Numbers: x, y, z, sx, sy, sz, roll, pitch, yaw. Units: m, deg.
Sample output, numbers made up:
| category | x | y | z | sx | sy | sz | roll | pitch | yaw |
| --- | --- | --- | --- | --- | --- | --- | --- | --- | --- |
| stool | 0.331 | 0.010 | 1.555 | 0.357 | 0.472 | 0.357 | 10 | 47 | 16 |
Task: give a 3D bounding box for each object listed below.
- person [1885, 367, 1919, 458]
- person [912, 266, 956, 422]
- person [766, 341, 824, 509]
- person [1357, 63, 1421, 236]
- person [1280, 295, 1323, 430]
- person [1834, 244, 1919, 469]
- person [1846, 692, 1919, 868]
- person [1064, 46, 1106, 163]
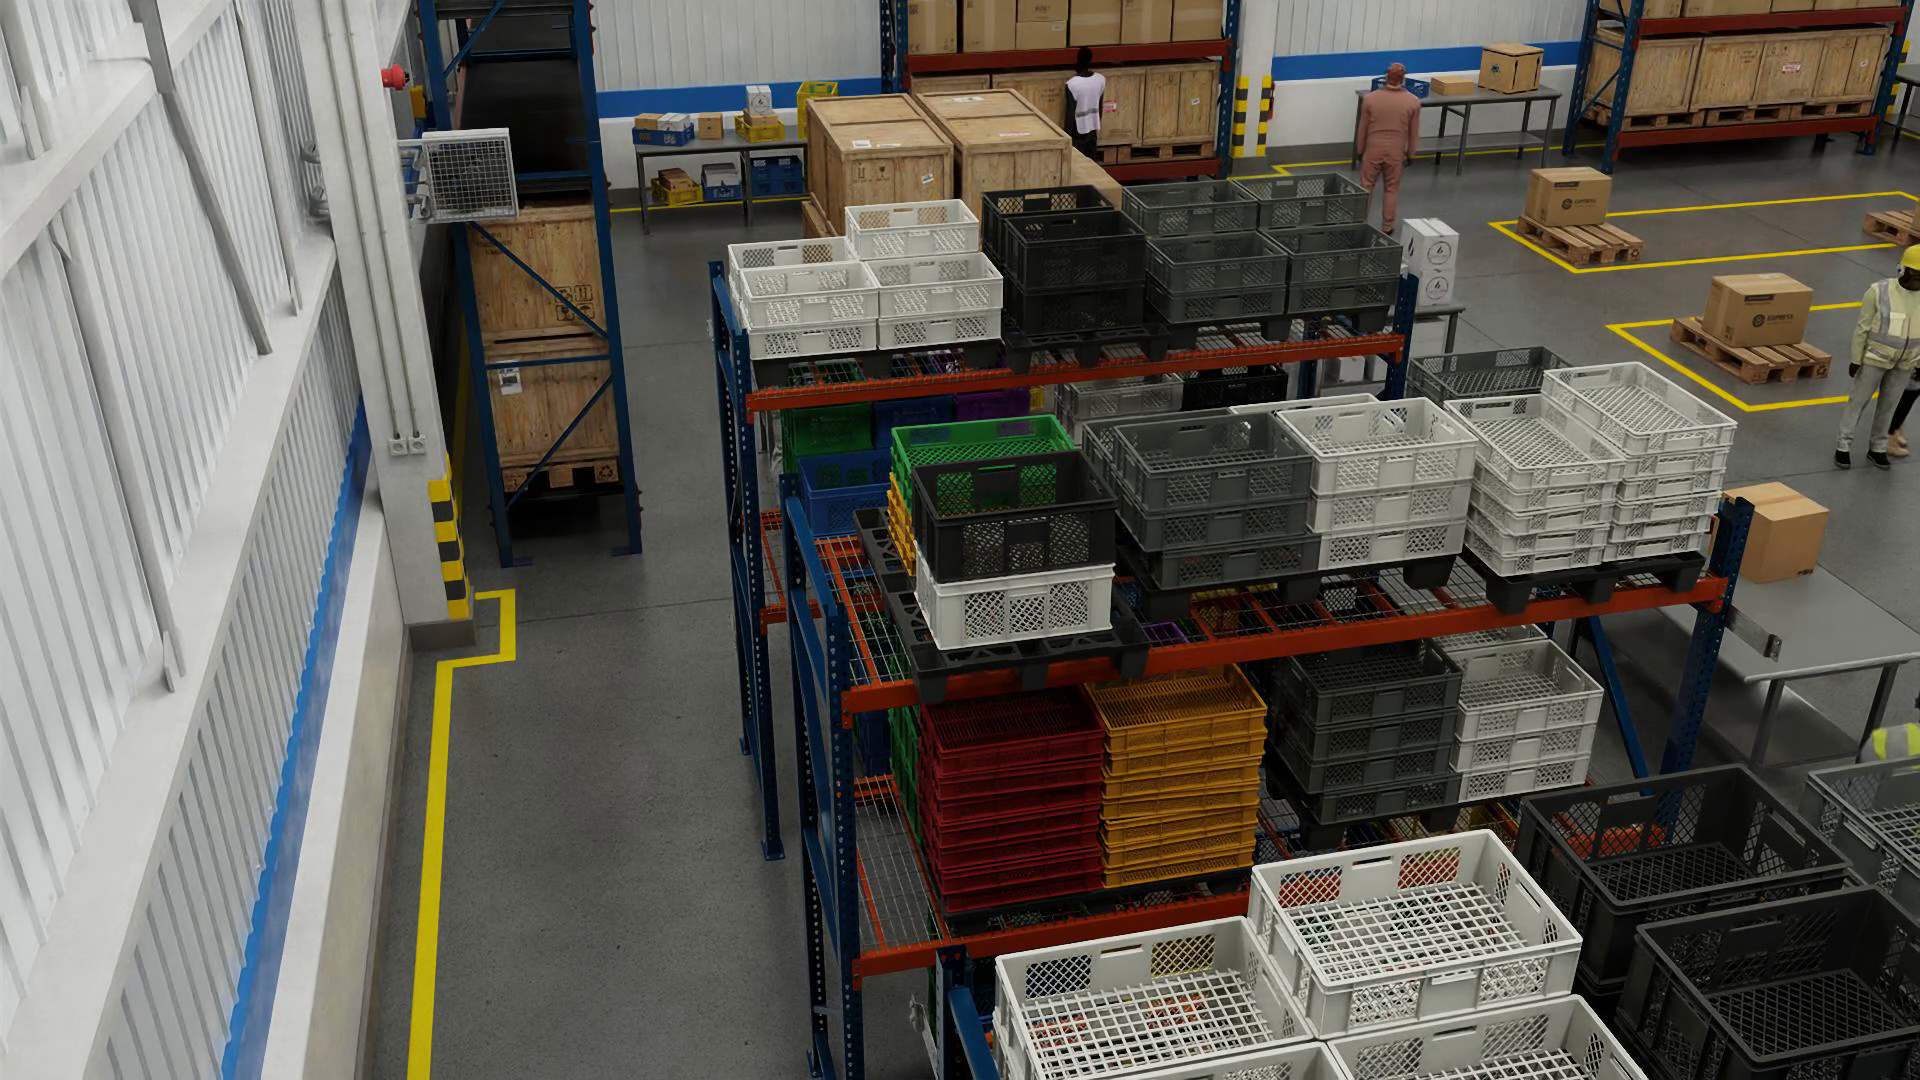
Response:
| category | x | y | z | sx | sy | sz | roll | pitch | yaw |
| --- | --- | --- | --- | --- | --- | --- | --- | --- | --- |
| person | 7.724 | -1.503 | 13.377 | 0.358 | 1.677 | 0.577 | 24 | 36 | 38 |
| person | -0.204 | -1.226 | 12.624 | 0.341 | 1.883 | 0.586 | -5 | 28 | -10 |
| person | -1.197 | -0.969 | 12.081 | 0.372 | 1.940 | 0.630 | -23 | 36 | -37 |
| person | 4.746 | -4.337 | 18.519 | 0.658 | 1.898 | 0.394 | 5 | 28 | 9 |
| person | 2.514 | -1.020 | 12.260 | 0.341 | 1.860 | 0.562 | -8 | 29 | -14 |
| person | 7.308 | -1.436 | 13.073 | 0.590 | 1.837 | 0.404 | 2 | 28 | 4 |
| person | 4.359 | 1.392 | 7.704 | 0.620 | 1.845 | 0.430 | 3 | 28 | 6 |
| person | 1.419 | -4.726 | 19.228 | 0.587 | 1.920 | 0.392 | -22 | 35 | -36 |
